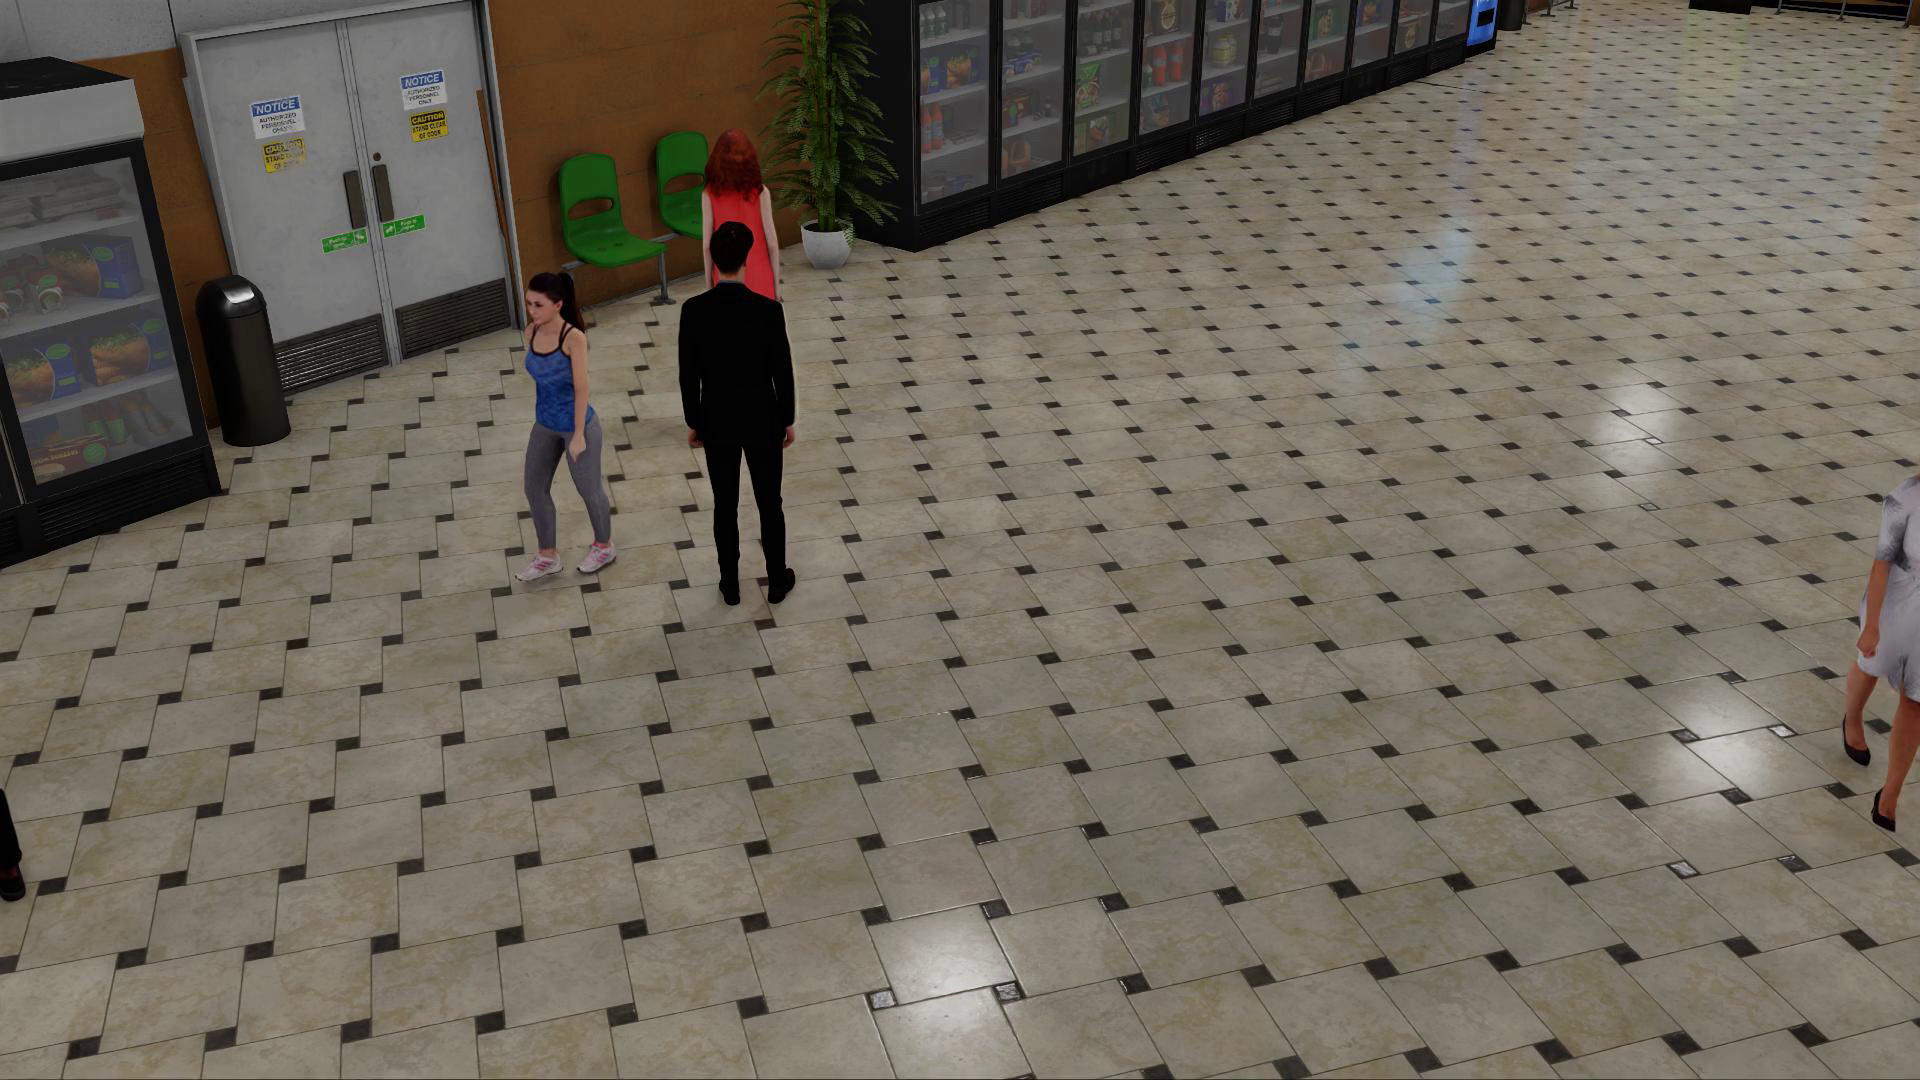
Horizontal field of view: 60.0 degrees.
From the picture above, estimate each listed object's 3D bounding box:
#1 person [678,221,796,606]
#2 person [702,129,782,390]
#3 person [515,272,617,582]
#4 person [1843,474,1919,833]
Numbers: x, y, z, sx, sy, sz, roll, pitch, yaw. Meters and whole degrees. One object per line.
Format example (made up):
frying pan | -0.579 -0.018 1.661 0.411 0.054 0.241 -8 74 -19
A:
person | -1.043 -0.575 7.905 0.765 1.892 0.845 0 27 -1
person | -1.281 -1.505 9.810 0.641 1.827 0.731 1 27 2
person | -1.892 -0.576 8.239 0.715 1.593 0.676 17 32 30
person | 3.719 0.243 6.518 1.042 1.687 0.925 3 27 6
